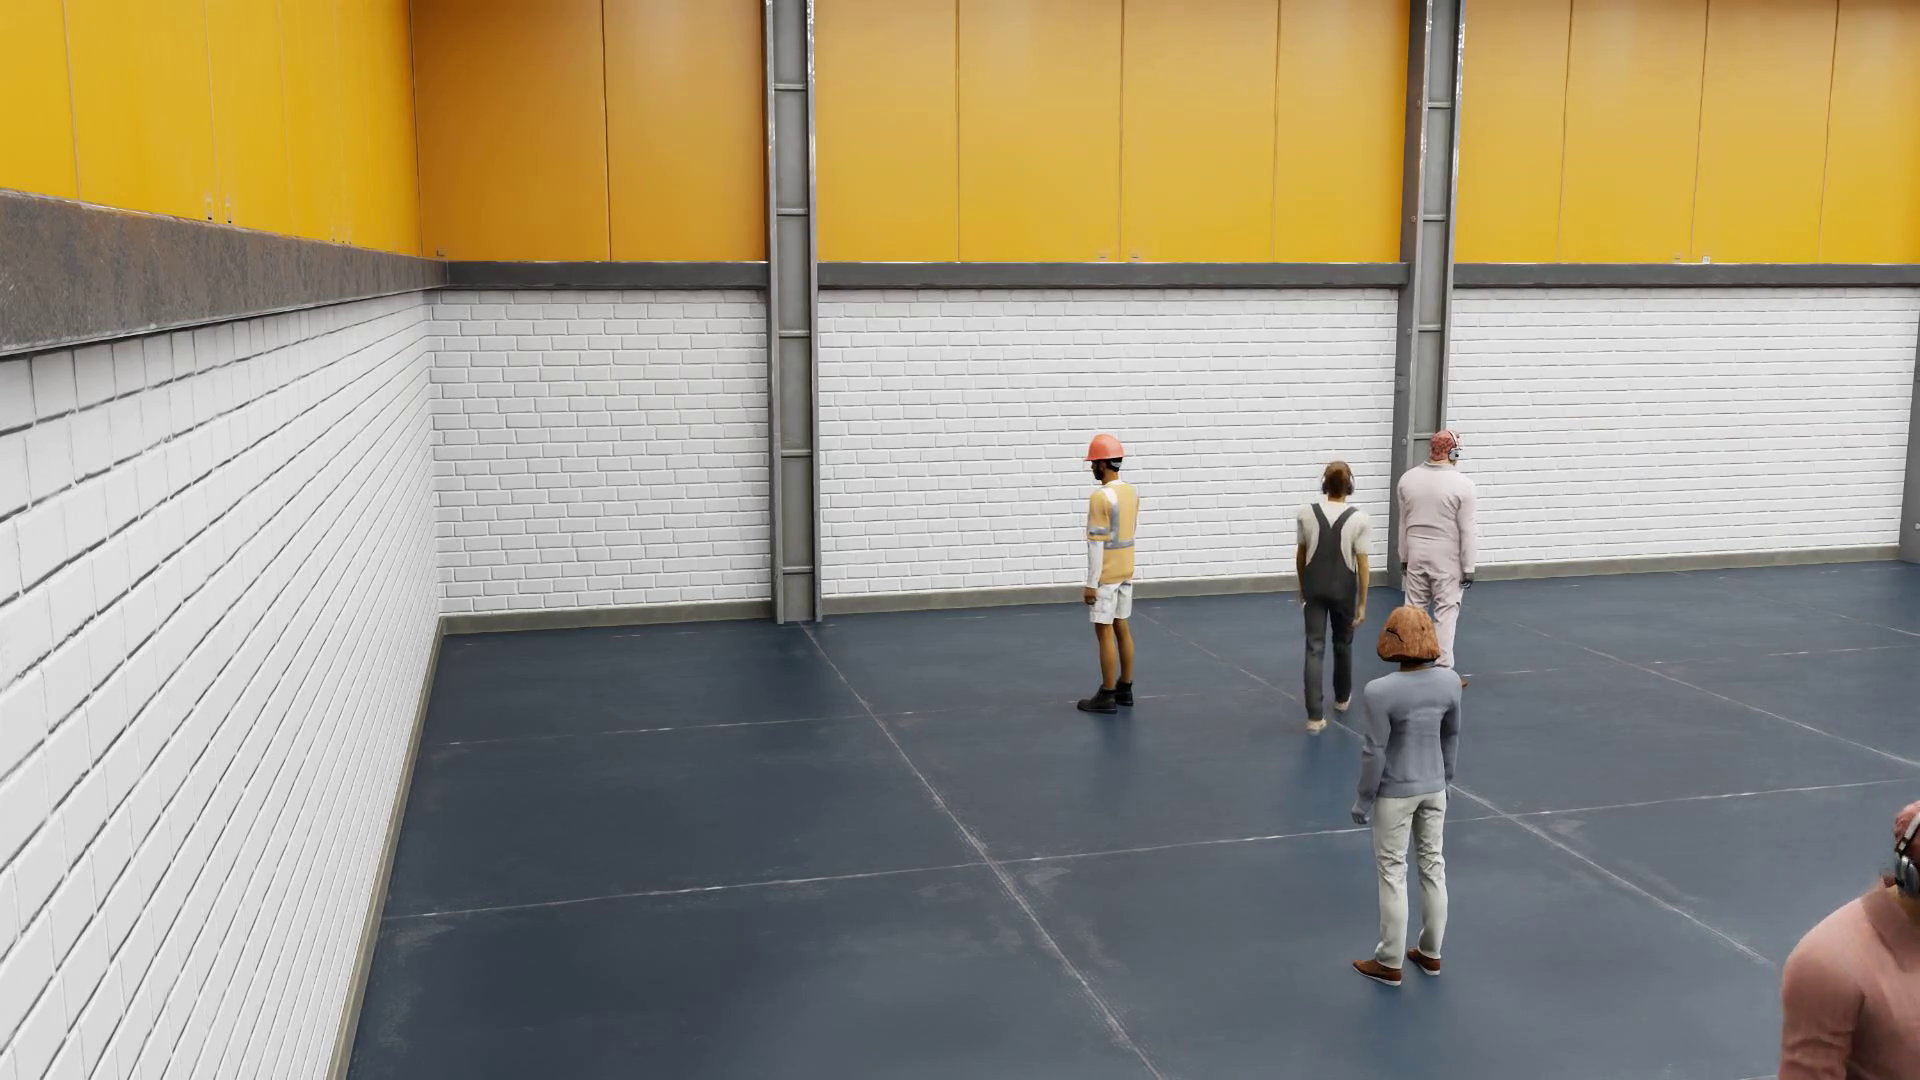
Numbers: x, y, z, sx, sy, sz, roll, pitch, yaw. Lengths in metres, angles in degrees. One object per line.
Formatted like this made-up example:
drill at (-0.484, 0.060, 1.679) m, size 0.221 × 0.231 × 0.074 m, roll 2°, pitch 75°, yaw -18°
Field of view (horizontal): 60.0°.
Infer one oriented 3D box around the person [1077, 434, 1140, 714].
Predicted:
person at (1.015, 0.232, 11.532) m, size 0.382 × 1.929 × 0.543 m, roll 6°, pitch 11°, yaw 32°

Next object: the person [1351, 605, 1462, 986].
person at (1.904, 1.085, 7.113) m, size 0.498 × 1.634 × 0.279 m, roll -4°, pitch 10°, yaw -24°

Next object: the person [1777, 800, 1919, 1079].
person at (2.201, 1.487, 3.921) m, size 0.658 × 1.871 × 0.667 m, roll -4°, pitch 10°, yaw -23°

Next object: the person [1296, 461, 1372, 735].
person at (2.513, 0.354, 11.208) m, size 0.510 × 1.790 × 0.945 m, roll 3°, pitch 10°, yaw 20°

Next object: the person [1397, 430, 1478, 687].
person at (3.507, 0.143, 12.181) m, size 0.403 × 1.902 × 0.645 m, roll -8°, pitch 12°, yaw -41°
